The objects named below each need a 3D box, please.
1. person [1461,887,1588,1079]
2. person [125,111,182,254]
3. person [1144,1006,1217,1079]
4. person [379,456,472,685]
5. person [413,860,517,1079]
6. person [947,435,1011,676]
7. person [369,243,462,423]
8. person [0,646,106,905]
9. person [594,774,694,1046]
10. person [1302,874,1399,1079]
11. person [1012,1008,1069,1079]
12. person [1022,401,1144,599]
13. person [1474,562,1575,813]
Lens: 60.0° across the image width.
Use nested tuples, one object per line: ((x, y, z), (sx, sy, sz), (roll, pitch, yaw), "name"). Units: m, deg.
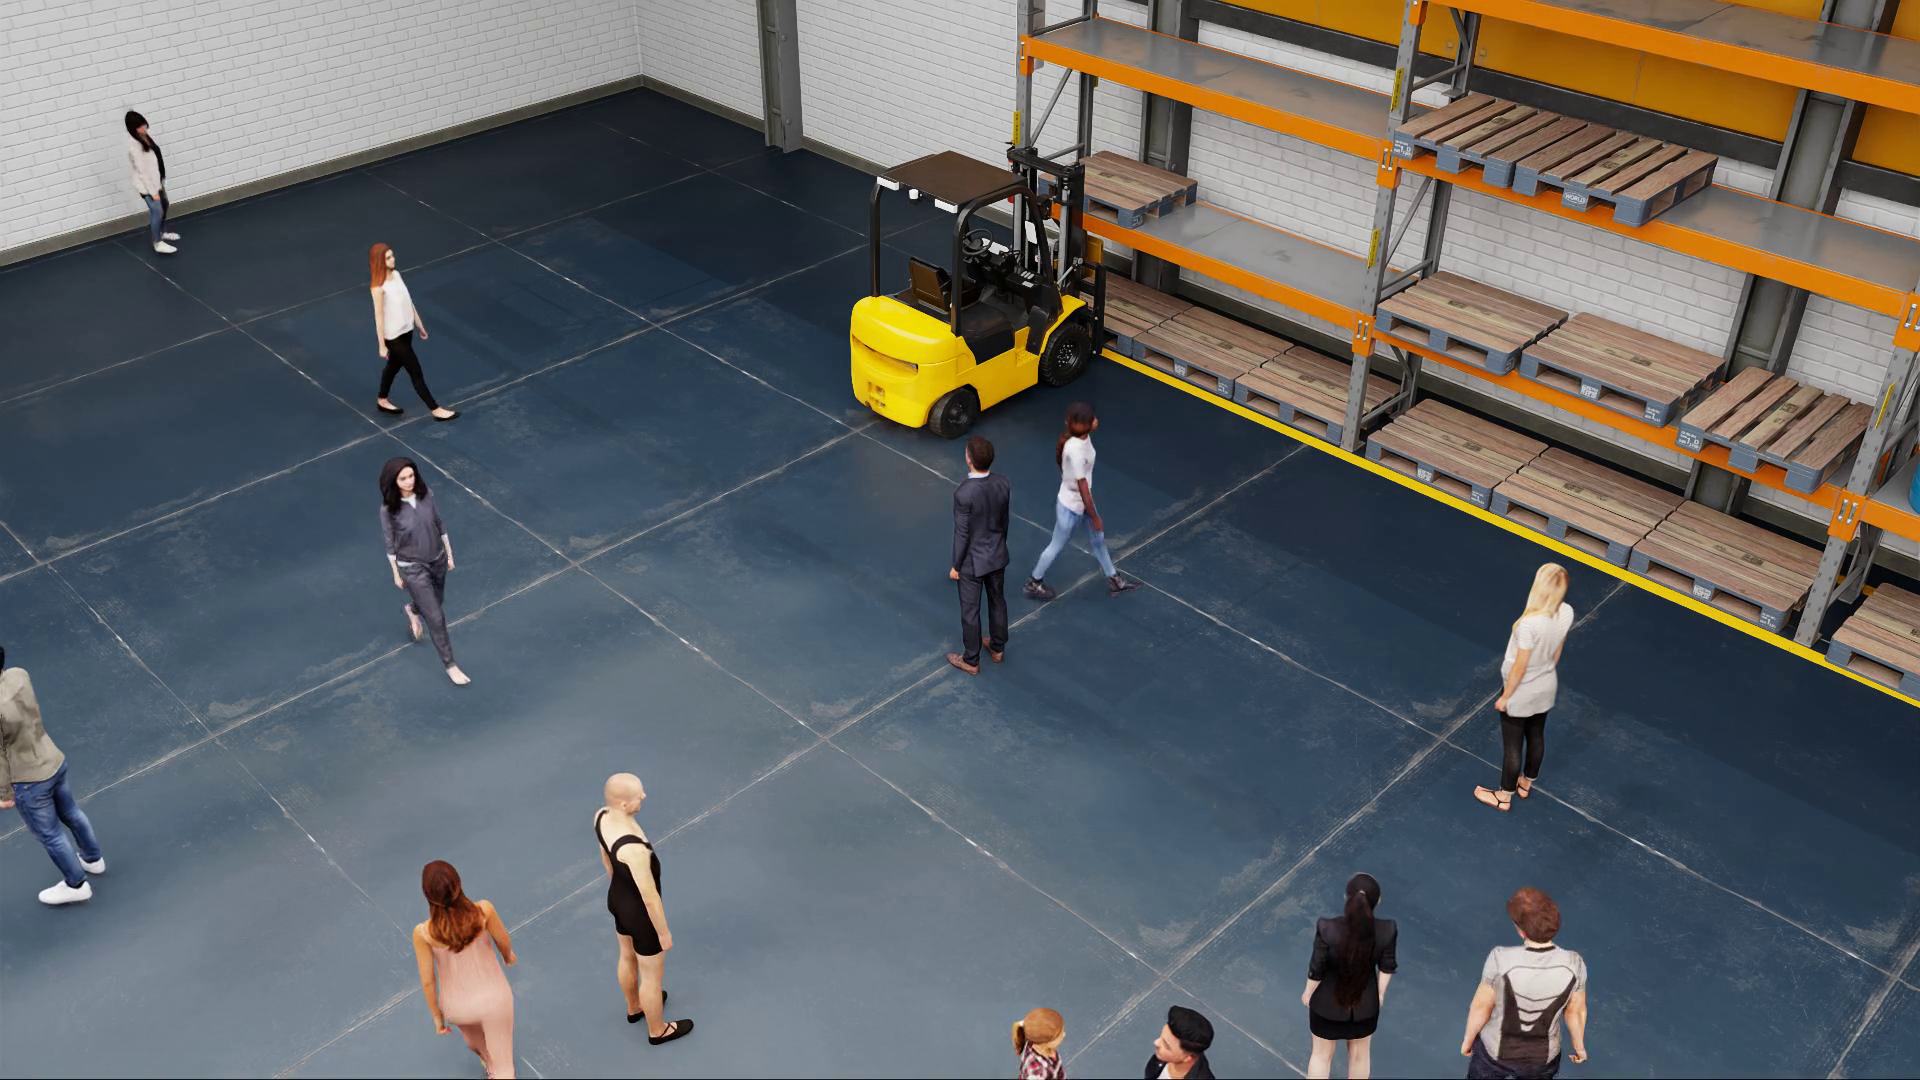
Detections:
((2.705, 2.485, 8.054), (1.051, 1.865, 1.092), (9, 35, 13), "person")
((-8.697, -3.826, 17.788), (0.885, 1.600, 0.768), (-13, 36, -19), "person")
((1.009, 2.784, 7.651), (0.851, 1.814, 0.754), (-5, 34, -8), "person")
((-3.824, 0.153, 11.683), (1.091, 1.732, 0.626), (26, 42, 34), "person")
((-2.395, 2.383, 8.281), (0.965, 1.785, 1.218), (-9, 35, -13), "person")
((0.138, 0.106, 11.631), (0.646, 1.868, 0.612), (-24, 41, -32), "person")
((-5.040, -1.804, 14.676), (1.142, 1.678, 0.990), (6, 34, 8), "person")
((-5.434, 1.351, 9.762), (0.827, 1.863, 0.768), (0, 34, 0), "person")
((-1.736, 1.968, 8.880), (0.730, 1.812, 0.483), (-24, 40, -31), "person")
((1.960, 2.339, 8.424), (0.665, 1.699, 0.721), (-1, 34, -1), "person")
((0.336, 2.761, 8.169), (0.914, 1.278, 0.837), (2, 34, 3), "person")
((0.770, -0.237, 12.322), (1.206, 1.674, 0.997), (7, 34, 11), "person")
((3.577, 0.929, 10.431), (0.653, 1.825, 0.607), (-19, 38, -26), "person")
